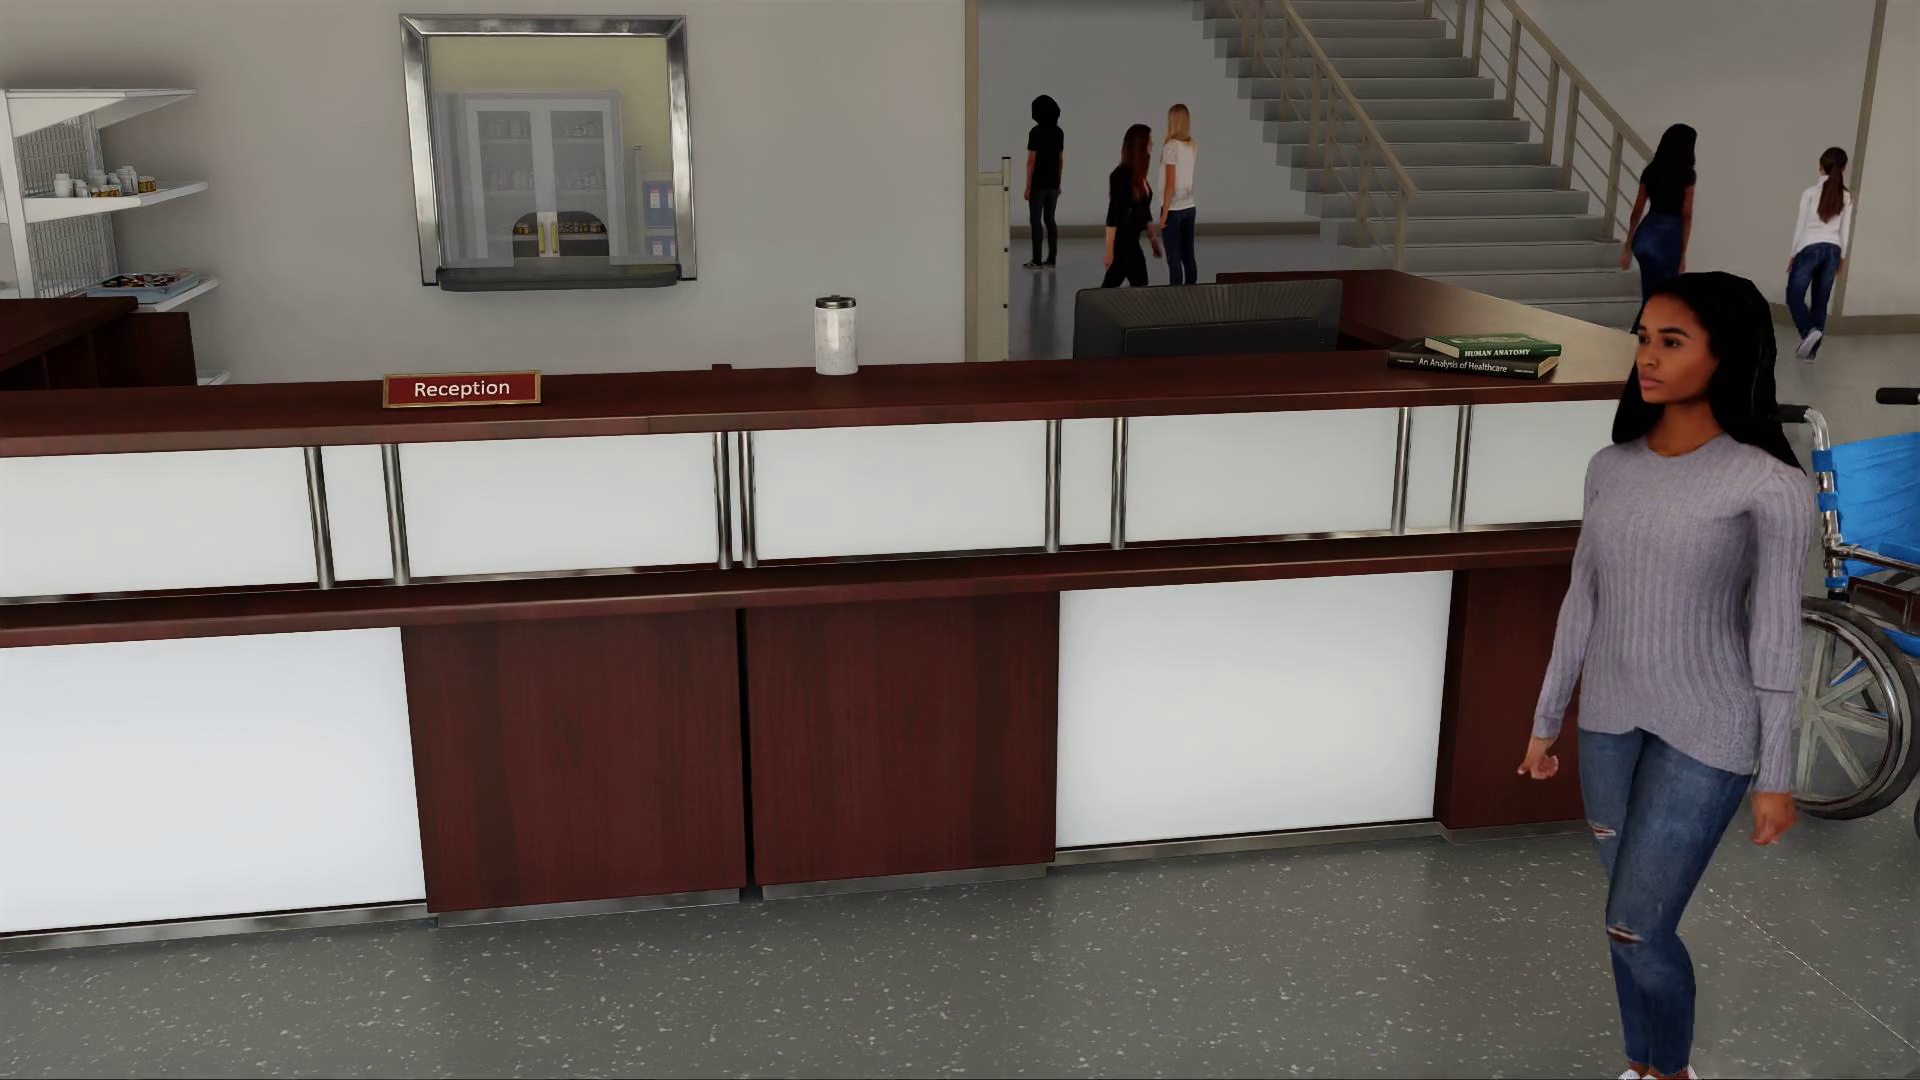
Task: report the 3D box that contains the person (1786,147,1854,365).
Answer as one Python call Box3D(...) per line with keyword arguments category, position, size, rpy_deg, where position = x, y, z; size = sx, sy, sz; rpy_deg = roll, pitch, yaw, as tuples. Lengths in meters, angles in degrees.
Box3D(category="person", position=(6.147, -2.010, 11.893), size=(0.689, 1.545, 0.887), rpy_deg=(3, 16, 10))

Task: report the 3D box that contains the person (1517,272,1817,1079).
Box3D(category="person", position=(1.407, 0.362, 3.149), size=(0.766, 1.725, 0.616), rpy_deg=(-8, 17, -25))

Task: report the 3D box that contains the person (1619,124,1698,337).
Box3D(category="person", position=(4.735, -1.946, 11.374), size=(0.898, 1.705, 0.995), rpy_deg=(-14, 21, -41))

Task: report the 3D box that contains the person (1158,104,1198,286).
Box3D(category="person", position=(1.862, -2.767, 14.098), size=(0.712, 1.806, 0.674), rpy_deg=(13, 20, 39))

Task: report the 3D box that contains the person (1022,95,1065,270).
Box3D(category="person", position=(0.911, -3.846, 17.867), size=(0.710, 1.824, 0.705), rpy_deg=(-12, 20, -37))
